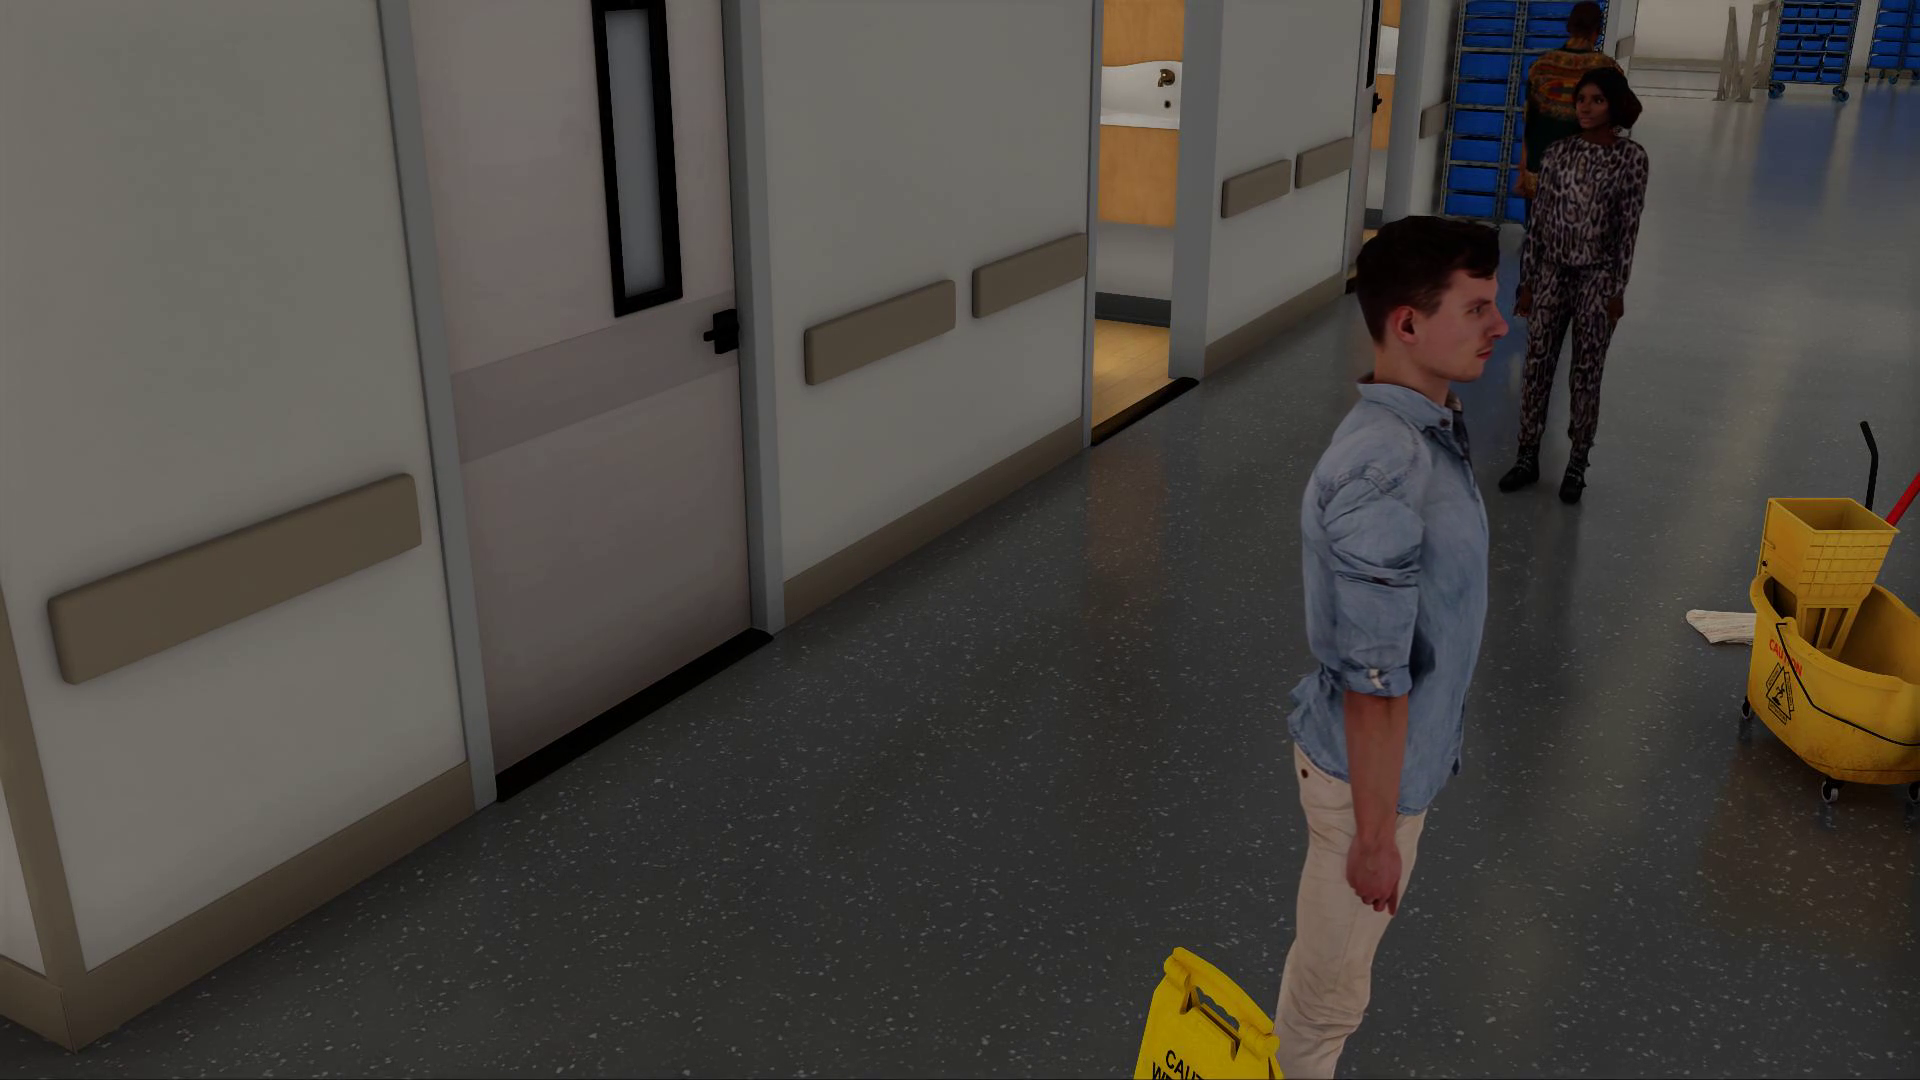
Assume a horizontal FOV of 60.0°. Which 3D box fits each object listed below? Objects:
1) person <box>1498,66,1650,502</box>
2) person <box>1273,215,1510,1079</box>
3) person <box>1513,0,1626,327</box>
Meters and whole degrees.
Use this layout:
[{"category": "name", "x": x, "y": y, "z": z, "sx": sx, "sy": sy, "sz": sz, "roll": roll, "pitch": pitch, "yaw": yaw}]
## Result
[{"category": "person", "x": 2.467, "y": -1.009, "z": 6.652, "sx": 0.603, "sy": 1.714, "sz": 0.588, "roll": 15, "pitch": 26, "yaw": 35}, {"category": "person", "x": 0.692, "y": 0.370, "z": 2.824, "sx": 0.749, "sy": 1.846, "sz": 0.534, "roll": 7, "pitch": 22, "yaw": 18}, {"category": "person", "x": 3.255, "y": -1.989, "z": 9.062, "sx": 0.711, "sy": 1.798, "sz": 0.779, "roll": 14, "pitch": 25, "yaw": 32}]
